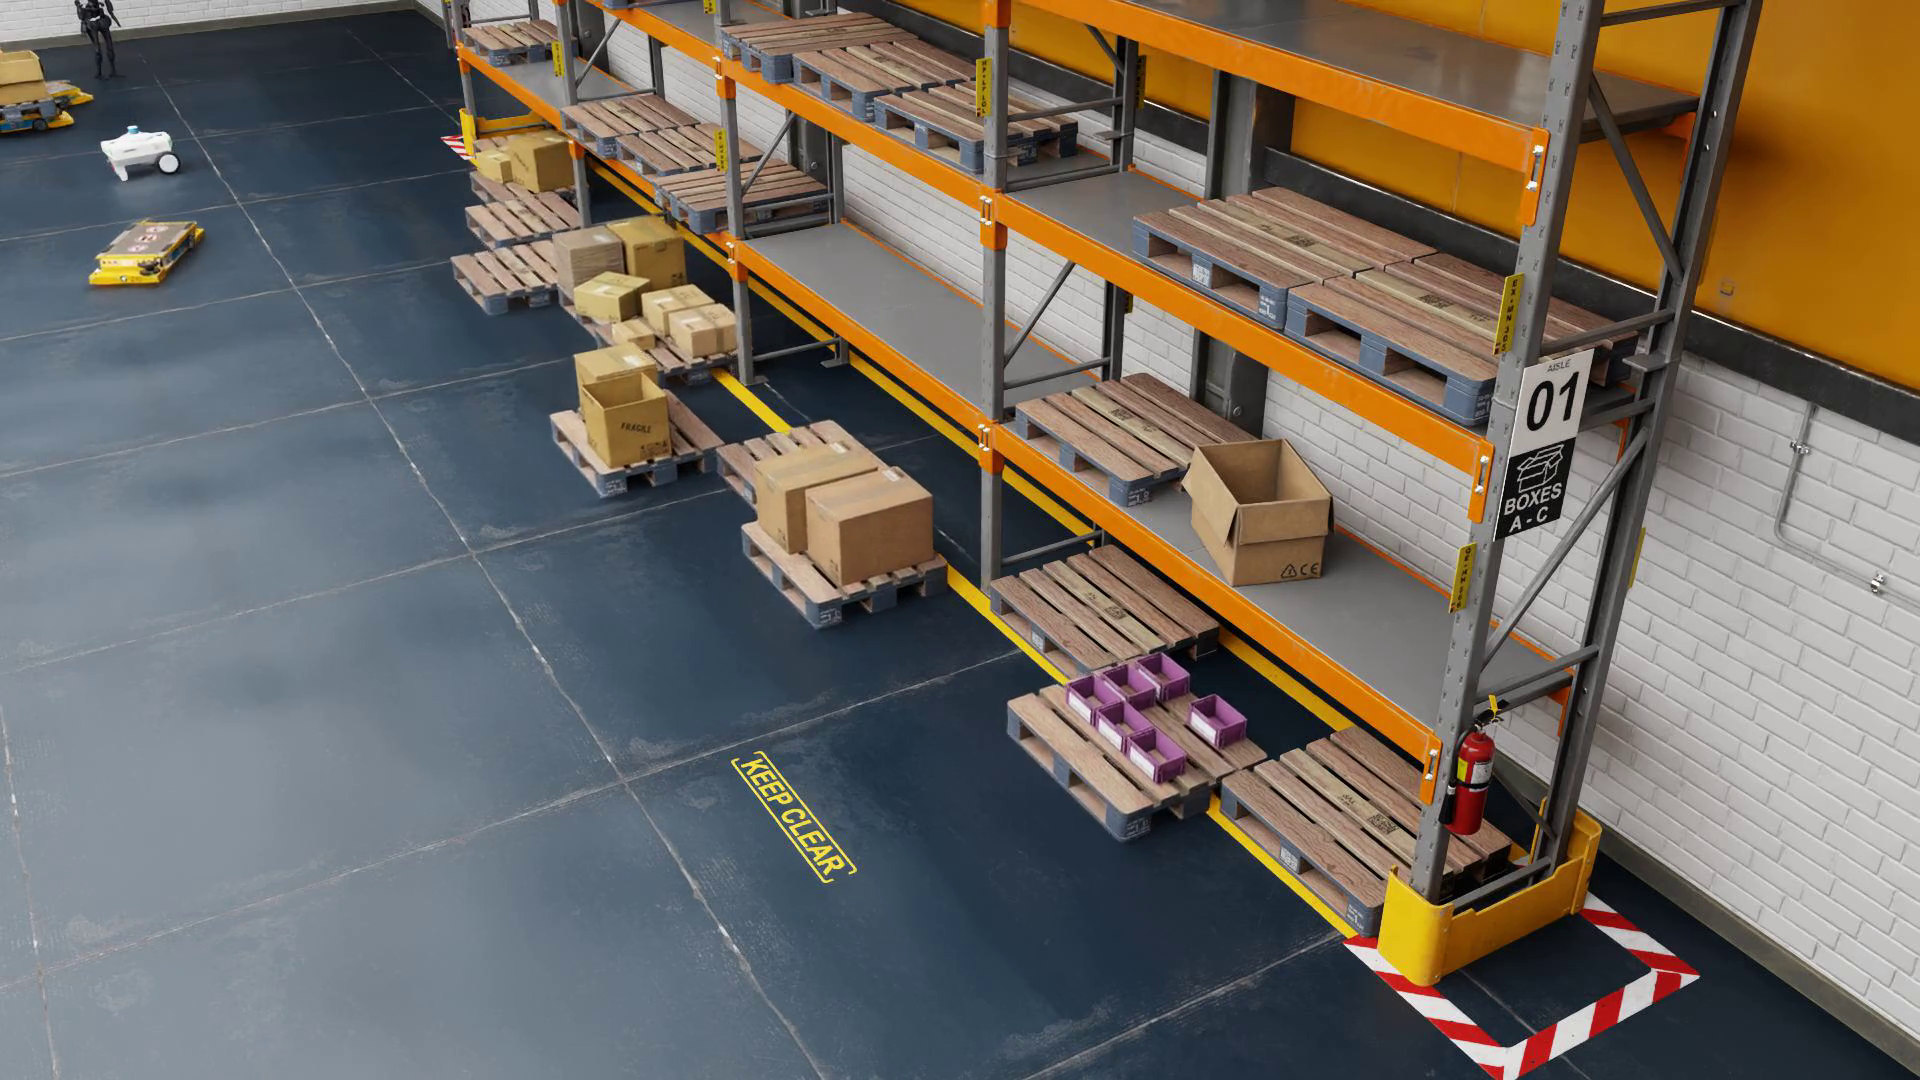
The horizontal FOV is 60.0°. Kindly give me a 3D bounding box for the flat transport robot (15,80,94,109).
[{"bbox_3d":[-12.218,-5.743,21.772,0.659,0.231,1.431,21,36,32],"label":"flat transport robot"}]

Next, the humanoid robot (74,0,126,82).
[{"bbox_3d":[-11.882,-7.189,22.889,0.306,1.652,0.609,12,32,20],"label":"humanoid robot"}]

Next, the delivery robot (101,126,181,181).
[{"bbox_3d":[-9.493,-4.495,19.296,0.784,0.612,0.525,-23,37,-34],"label":"delivery robot"}]

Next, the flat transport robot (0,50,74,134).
[{"bbox_3d":[-12.009,-5.268,20.932,1.431,0.231,0.659,-21,36,-32],"label":"flat transport robot"}]

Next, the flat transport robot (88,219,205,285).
[{"bbox_3d":[-8.191,-2.913,16.775,0.659,0.231,1.431,-2,30,-4],"label":"flat transport robot"}]
